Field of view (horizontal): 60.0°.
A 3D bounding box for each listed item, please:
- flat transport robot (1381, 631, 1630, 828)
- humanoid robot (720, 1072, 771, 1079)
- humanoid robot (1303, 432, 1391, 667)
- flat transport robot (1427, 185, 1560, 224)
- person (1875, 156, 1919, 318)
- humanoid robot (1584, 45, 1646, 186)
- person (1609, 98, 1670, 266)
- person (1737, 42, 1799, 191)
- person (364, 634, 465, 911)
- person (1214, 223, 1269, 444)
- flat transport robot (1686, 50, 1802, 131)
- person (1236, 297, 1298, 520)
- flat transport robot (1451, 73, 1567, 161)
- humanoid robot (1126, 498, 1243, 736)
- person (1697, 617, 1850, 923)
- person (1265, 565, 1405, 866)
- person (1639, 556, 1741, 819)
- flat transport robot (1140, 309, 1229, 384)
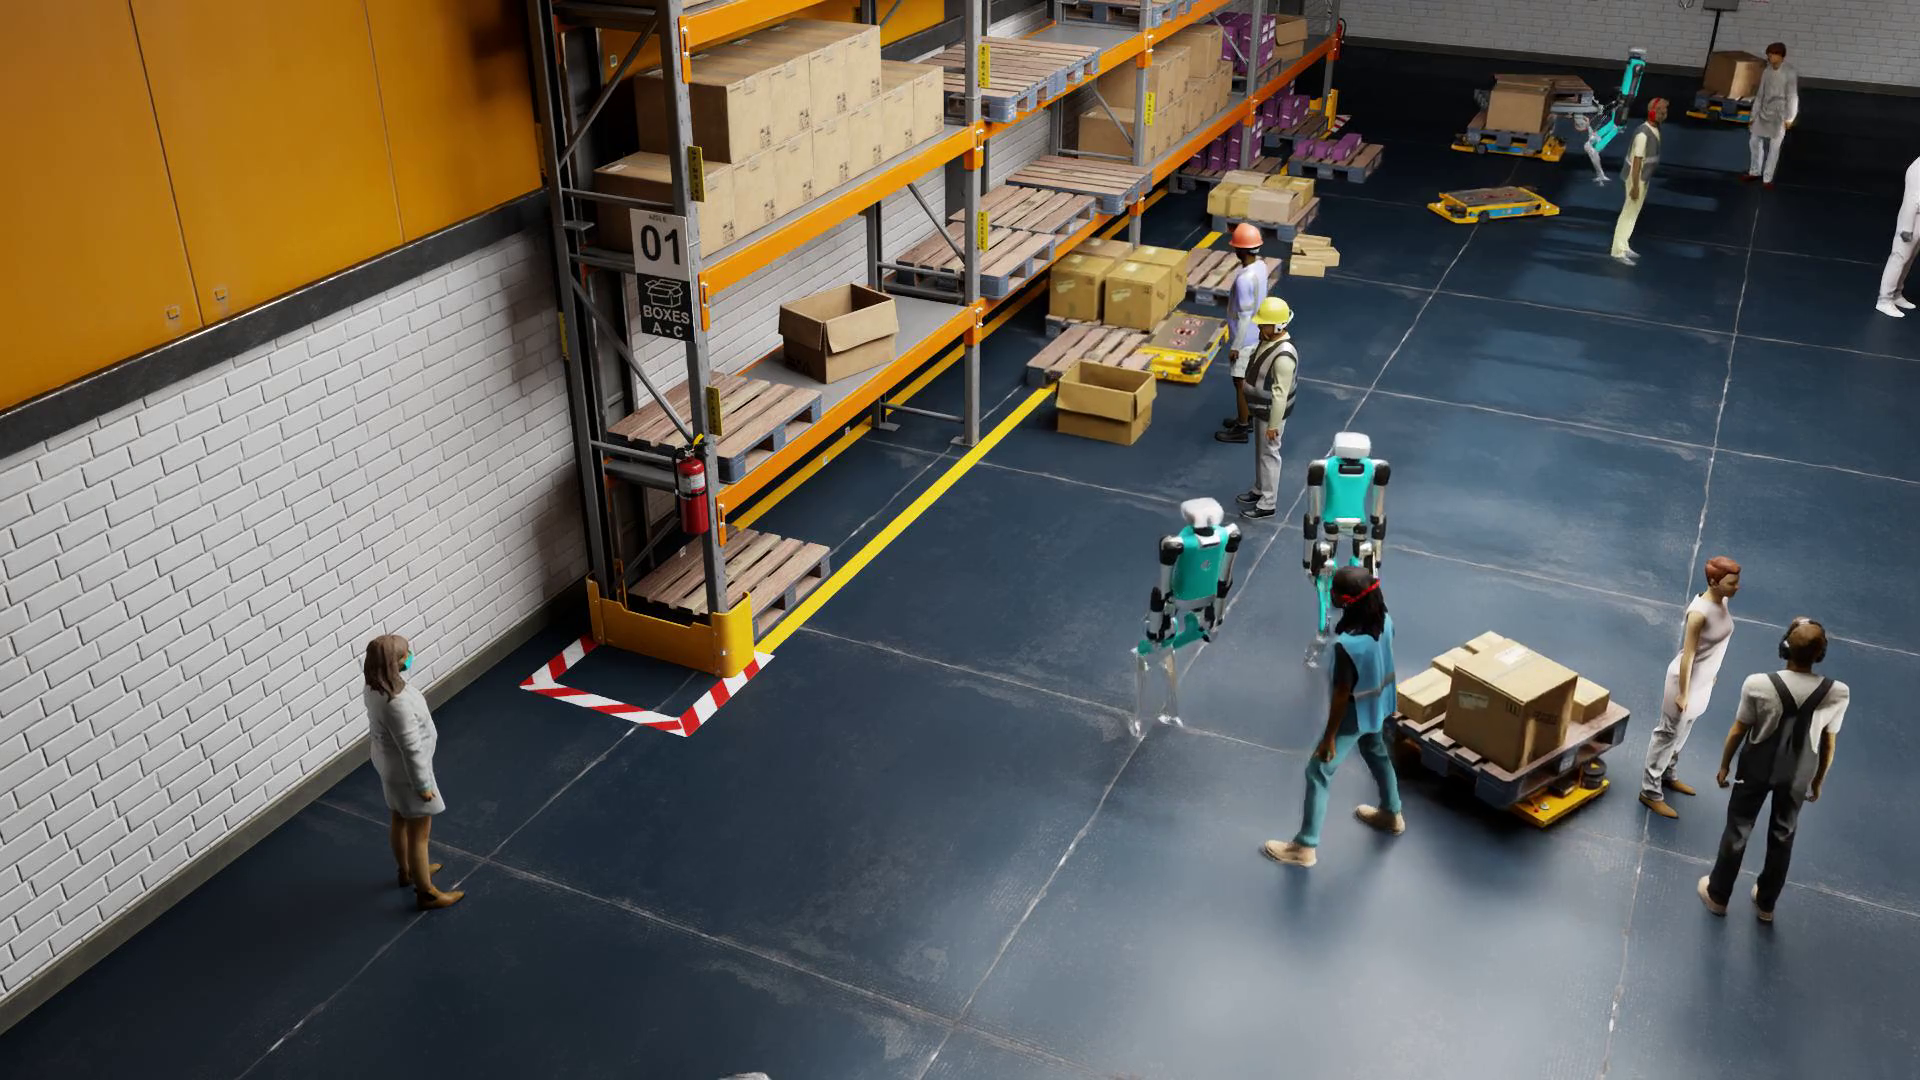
[{"bbox_3d":[3.246,1.266,10.381,0.659,0.231,1.431,-19,34,-31],"label":"flat transport robot"},{"bbox_3d":[-0.652,2.842,5.993,0.552,1.858,0.839,-13,31,-23],"label":"humanoid robot"},{"bbox_3d":[2.504,0.239,10.789,0.542,1.788,0.868,1,28,2],"label":"humanoid robot"},{"bbox_3d":[6.519,-4.092,20.317,1.431,0.231,0.659,-8,29,-14],"label":"flat transport robot"},{"bbox_3d":[9.825,-3.251,17.040,0.636,1.902,0.409,-25,37,-38],"label":"person"},{"bbox_3d":[8.257,-5.389,21.207,0.665,1.823,0.541,5,29,10],"label":"humanoid robot"},{"bbox_3d":[7.531,-3.993,18.475,0.373,1.840,0.569,18,33,29],"label":"person"},{"bbox_3d":[10.288,-5.360,21.065,0.377,1.804,0.656,-15,32,-25],"label":"person"},{"bbox_3d":[-2.969,1.231,8.973,0.338,1.657,0.493,-19,34,-32],"label":"person"},{"bbox_3d":[2.412,-1.765,14.247,0.371,1.933,0.547,12,31,22],"label":"person"},{"bbox_3d":[11.447,-6.229,24.279,1.431,0.231,0.659,22,35,35],"label":"flat transport robot"},{"bbox_3d":[2.407,-1.035,13.014,0.403,1.825,0.589,0,28,-1],"label":"person"},{"bbox_3d":[7.531,-5.432,22.800,1.431,0.231,0.659,13,31,22],"label":"flat transport robot"},{"bbox_3d":[1.321,0.454,10.338,0.531,1.766,0.758,-11,30,-20],"label":"humanoid robot"},{"bbox_3d":[4.300,1.230,8.802,0.518,1.839,0.354,9,29,15],"label":"person"},{"bbox_3d":[2.171,0.977,9.293,0.552,1.826,0.769,22,35,35],"label":"person"},{"bbox_3d":[4.288,0.835,9.709,0.284,1.660,0.451,24,36,37],"label":"person"},{"bbox_3d":[2.188,-1.903,16.256,0.659,0.231,1.431,10,30,19],"label":"flat transport robot"}]
